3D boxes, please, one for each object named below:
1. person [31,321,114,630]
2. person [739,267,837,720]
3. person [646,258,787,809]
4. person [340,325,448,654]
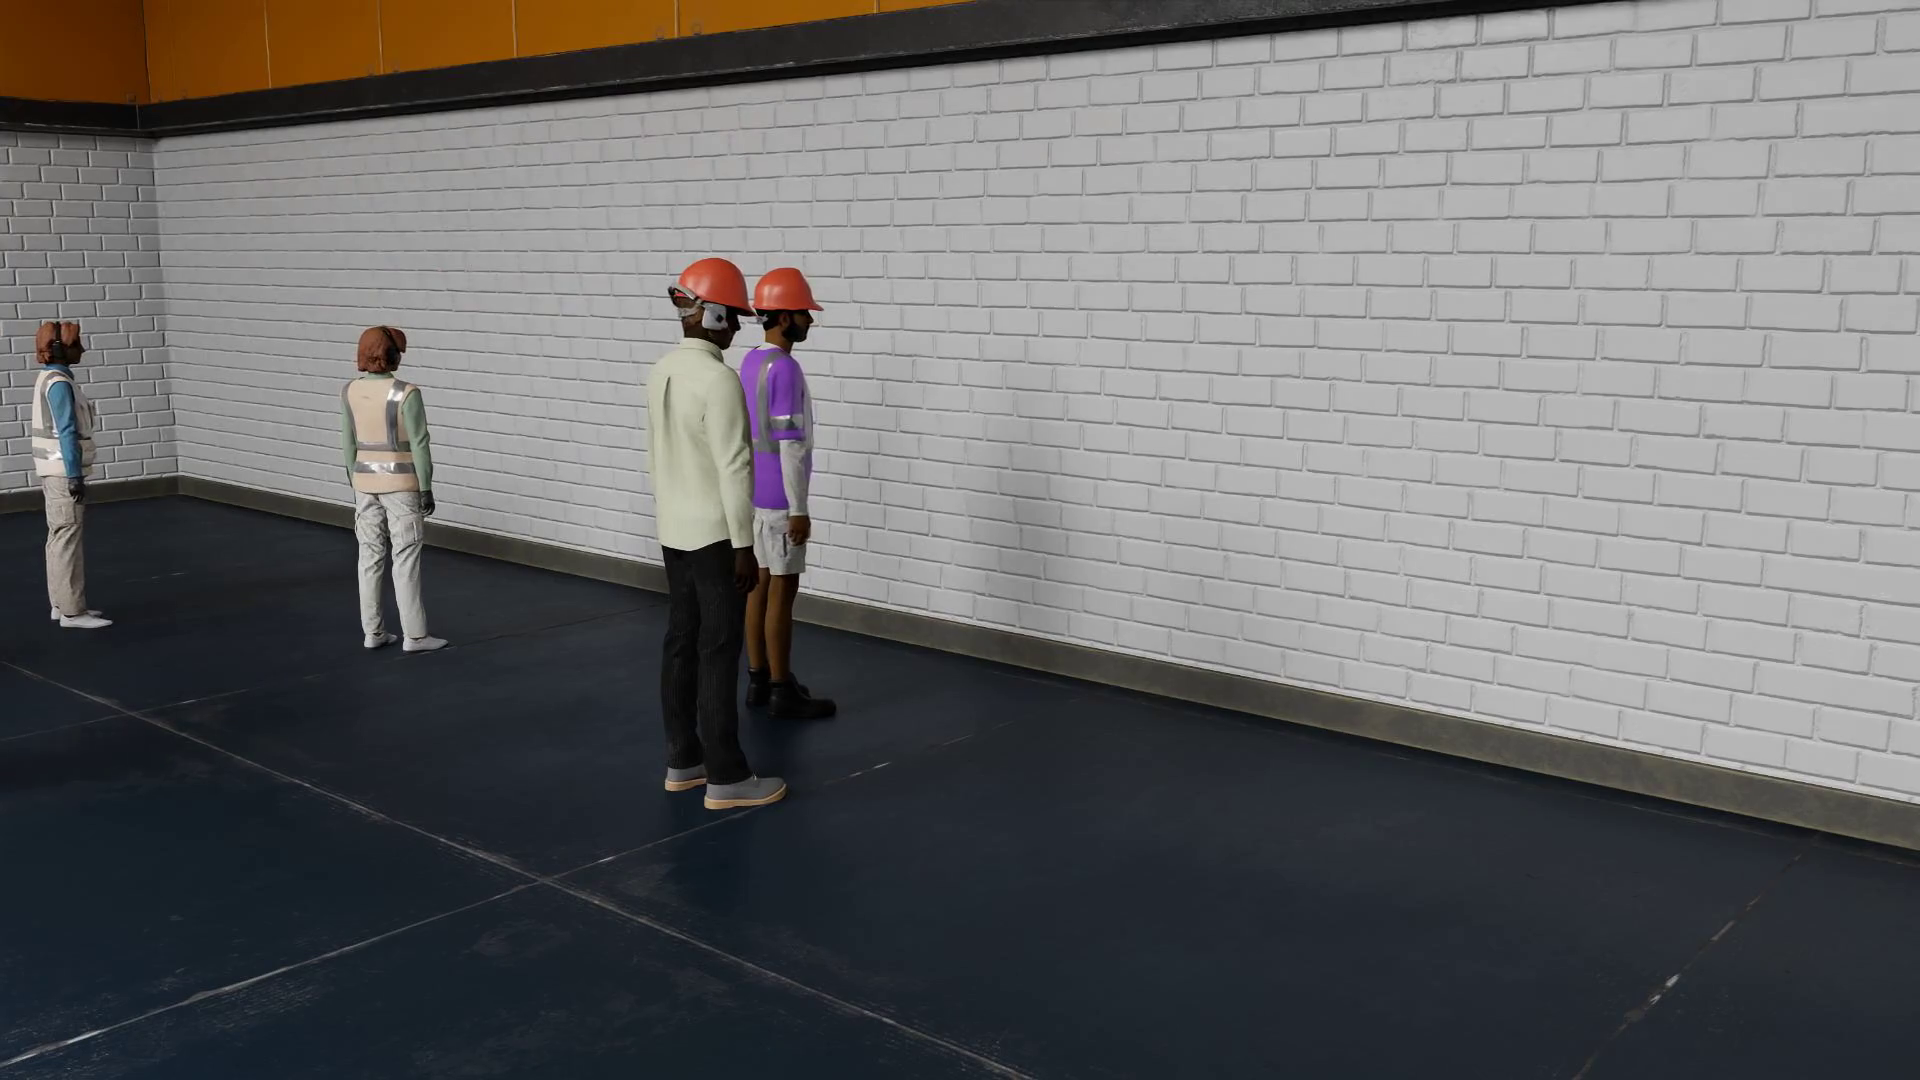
[{"bbox_3d":[-4.766,-0.344,8.880,0.313,1.639,0.517,-7,12,-34],"label":"person"},{"bbox_3d":[-0.765,-0.198,7.199,0.376,1.939,0.547,-5,11,-24],"label":"person"},{"bbox_3d":[-0.907,-0.022,6.063,0.392,1.986,0.610,-8,12,-37],"label":"person"},{"bbox_3d":[-2.850,-0.244,8.309,0.514,1.641,0.308,4,11,22],"label":"person"}]
